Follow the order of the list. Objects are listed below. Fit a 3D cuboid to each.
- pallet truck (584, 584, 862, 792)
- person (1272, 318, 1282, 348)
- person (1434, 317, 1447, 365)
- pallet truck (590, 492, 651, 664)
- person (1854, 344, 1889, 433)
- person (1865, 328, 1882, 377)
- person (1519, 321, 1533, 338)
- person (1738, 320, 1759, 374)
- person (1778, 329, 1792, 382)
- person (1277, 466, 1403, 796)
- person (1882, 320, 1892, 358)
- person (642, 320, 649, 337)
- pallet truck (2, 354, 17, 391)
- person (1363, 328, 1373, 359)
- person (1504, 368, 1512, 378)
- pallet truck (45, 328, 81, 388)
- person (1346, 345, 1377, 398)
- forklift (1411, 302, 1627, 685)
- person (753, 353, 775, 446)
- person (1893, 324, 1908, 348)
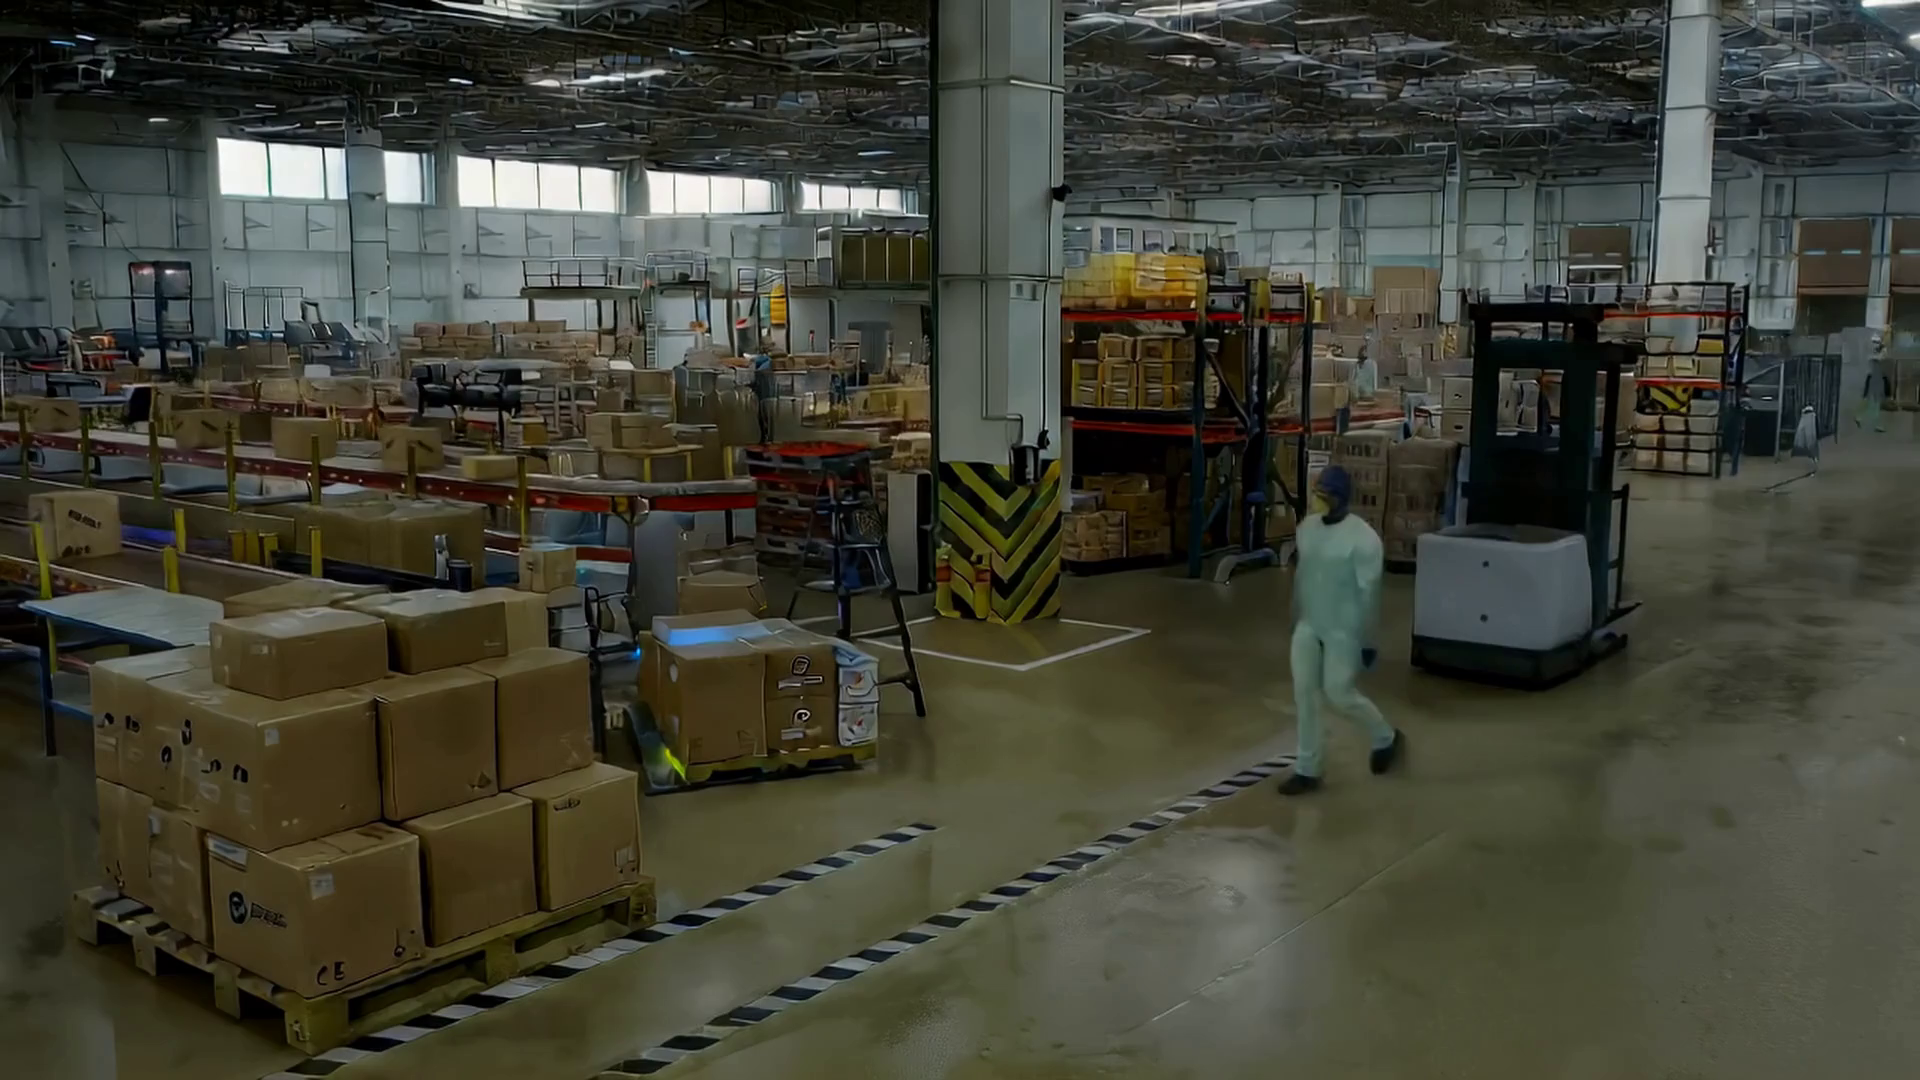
[{"bbox_3d":[-1.426,0.805,10.019,1.601,1.201,0.680,-4,9,-26],"label":"pallet truck"},{"bbox_3d":[13.876,-8.830,72.913,0.429,1.840,0.635,2,9,15],"label":"person"},{"bbox_3d":[19.546,-8.086,67.617,0.379,1.931,0.625,-5,10,-28],"label":"person"},{"bbox_3d":[-3.115,0.344,12.883,0.653,1.274,1.630,7,11,37],"label":"pallet truck"},{"bbox_3d":[19.082,-3.171,34.766,0.523,1.844,0.724,-4,10,-28],"label":"person"},{"bbox_3d":[30.880,-6.294,56.212,0.490,1.726,0.636,-3,9,-18],"label":"person"},{"bbox_3d":[26.072,-9.410,76.545,0.614,1.927,0.763,-1,9,-8],"label":"person"},{"bbox_3d":[28.564,-6.981,60.144,1.039,1.946,0.627,-1,9,-10],"label":"person"},{"bbox_3d":[26.870,-6.004,54.176,0.528,1.751,0.531,3,9,21],"label":"person"},{"bbox_3d":[2.218,0.516,9.665,0.779,1.918,0.633,-5,10,-32],"label":"person"},{"bbox_3d":[33.109,-6.881,59.471,0.360,1.930,0.589,4,9,23],"label":"person"},{"bbox_3d":[-13.366,-8.486,70.591,0.935,1.849,0.584,6,10,35],"label":"person"},{"bbox_3d":[-24.881,-4.417,42.634,1.885,1.965,0.823,8,11,41],"label":"pallet truck"},{"bbox_3d":[11.993,-5.276,48.856,0.328,1.872,0.512,2,9,15],"label":"person"},{"bbox_3d":[13.368,-3.932,40.489,0.724,1.659,0.591,0,8,-3],"label":"person"},{"bbox_3d":[-23.775,-4.544,43.495,1.885,1.965,0.823,6,10,35],"label":"pallet truck"},{"bbox_3d":[8.357,-3.157,34.765,0.596,1.805,0.678,6,10,35],"label":"person"},{"bbox_3d":[4.379,-0.438,12.852,1.129,2.768,1.873,7,11,37],"label":"forklift"},{"bbox_3d":[-3.715,-2.660,31.570,0.308,1.769,0.525,6,11,36],"label":"person"},{"bbox_3d":[33.298,-6.715,58.747,0.589,1.822,0.630,3,9,21],"label":"person"}]
